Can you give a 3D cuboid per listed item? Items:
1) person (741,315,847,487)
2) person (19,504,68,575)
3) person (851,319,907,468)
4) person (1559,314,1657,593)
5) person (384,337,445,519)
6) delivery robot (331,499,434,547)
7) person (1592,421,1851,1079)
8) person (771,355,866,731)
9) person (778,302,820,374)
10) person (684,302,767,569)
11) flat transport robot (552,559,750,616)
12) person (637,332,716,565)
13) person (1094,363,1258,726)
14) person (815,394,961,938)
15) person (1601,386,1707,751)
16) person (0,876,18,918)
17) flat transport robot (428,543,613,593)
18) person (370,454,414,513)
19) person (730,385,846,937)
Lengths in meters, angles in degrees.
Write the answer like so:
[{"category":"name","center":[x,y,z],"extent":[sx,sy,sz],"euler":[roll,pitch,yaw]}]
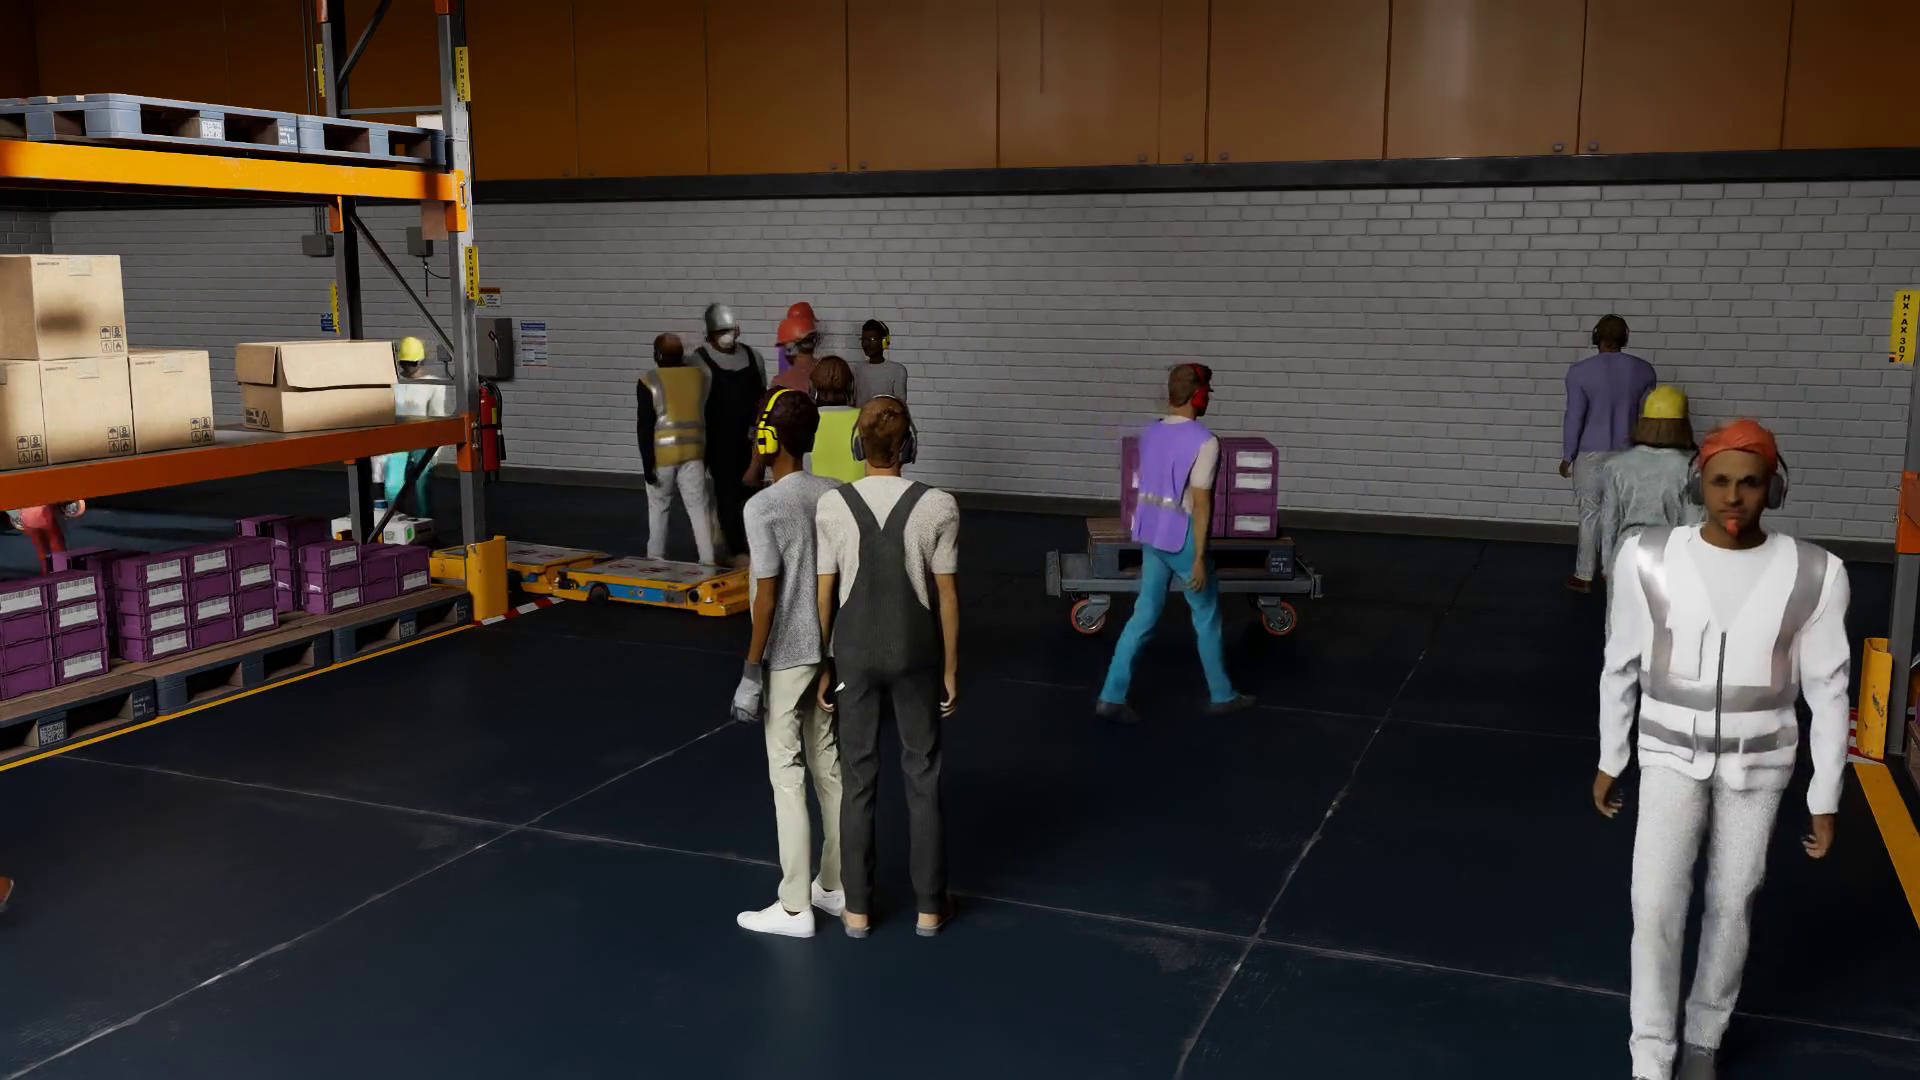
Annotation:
[{"category":"person","center":[-0.985,-0.469,10.781],"extent":[0.766,1.962,0.642],"euler":[7,12,38]},{"category":"person","center":[-6.417,-0.490,11.493],"extent":[0.548,1.748,0.534],"euler":[6,11,34]},{"category":"person","center":[-0.634,-0.716,12.493],"extent":[0.518,1.874,0.327],"euler":[5,11,28]},{"category":"person","center":[4.471,-0.592,11.535],"extent":[0.627,1.941,0.370],"euler":[0,9,-2]},{"category":"person","center":[-4.271,-0.708,12.893],"extent":[0.575,1.716,0.677],"euler":[1,9,4]},{"category":"delivery robot","center":[-4.227,-0.053,12.174],"extent":[0.707,0.478,0.477],"euler":[3,10,16]},{"category":"person","center":[1.962,0.637,4.315],"extent":[0.606,1.859,0.775],"euler":[4,10,23]},{"category":"person","center":[-0.612,0.027,8.082],"extent":[0.627,1.844,0.429],"euler":[-2,10,-14]},{"category":"person","center":[-1.457,-1.202,15.234],"extent":[0.371,1.939,0.543],"euler":[-5,11,-28]},{"category":"person","center":[-1.788,-0.825,12.638],"extent":[0.688,2.000,0.779],"euler":[-8,12,-38]},{"category":"flat transport robot","center":[-1.977,0.298,11.185],"extent":[1.431,0.197,0.652],"euler":[5,11,27]},{"category":"person","center":[-2.054,-0.611,12.103],"extent":[0.620,1.803,0.959],"euler":[-6,11,-32]},{"category":"person","center":[1.061,0.026,8.231],"extent":[0.962,1.804,0.588],"euler":[-6,11,-33]},{"category":"person","center":[-0.249,0.432,5.615],"extent":[0.506,1.846,0.348],"euler":[0,9,2]},{"category":"person","center":[3.197,0.154,7.679],"extent":[0.499,1.723,0.622],"euler":[7,12,38]},{"category":"person","center":[-3.611,0.473,5.219],"extent":[0.651,1.885,0.999],"euler":[6,11,31]},{"category":"flat transport robot","center":[-3.202,0.176,11.922],"extent":[1.431,0.197,0.652],"euler":[6,11,31]},{"category":"person","center":[-4.568,-0.726,13.102],"extent":[0.591,1.669,0.560],"euler":[5,10,27]},{"category":"person","center":[-0.571,0.413,5.650],"extent":[0.327,1.874,0.518],"euler":[6,11,34]}]
